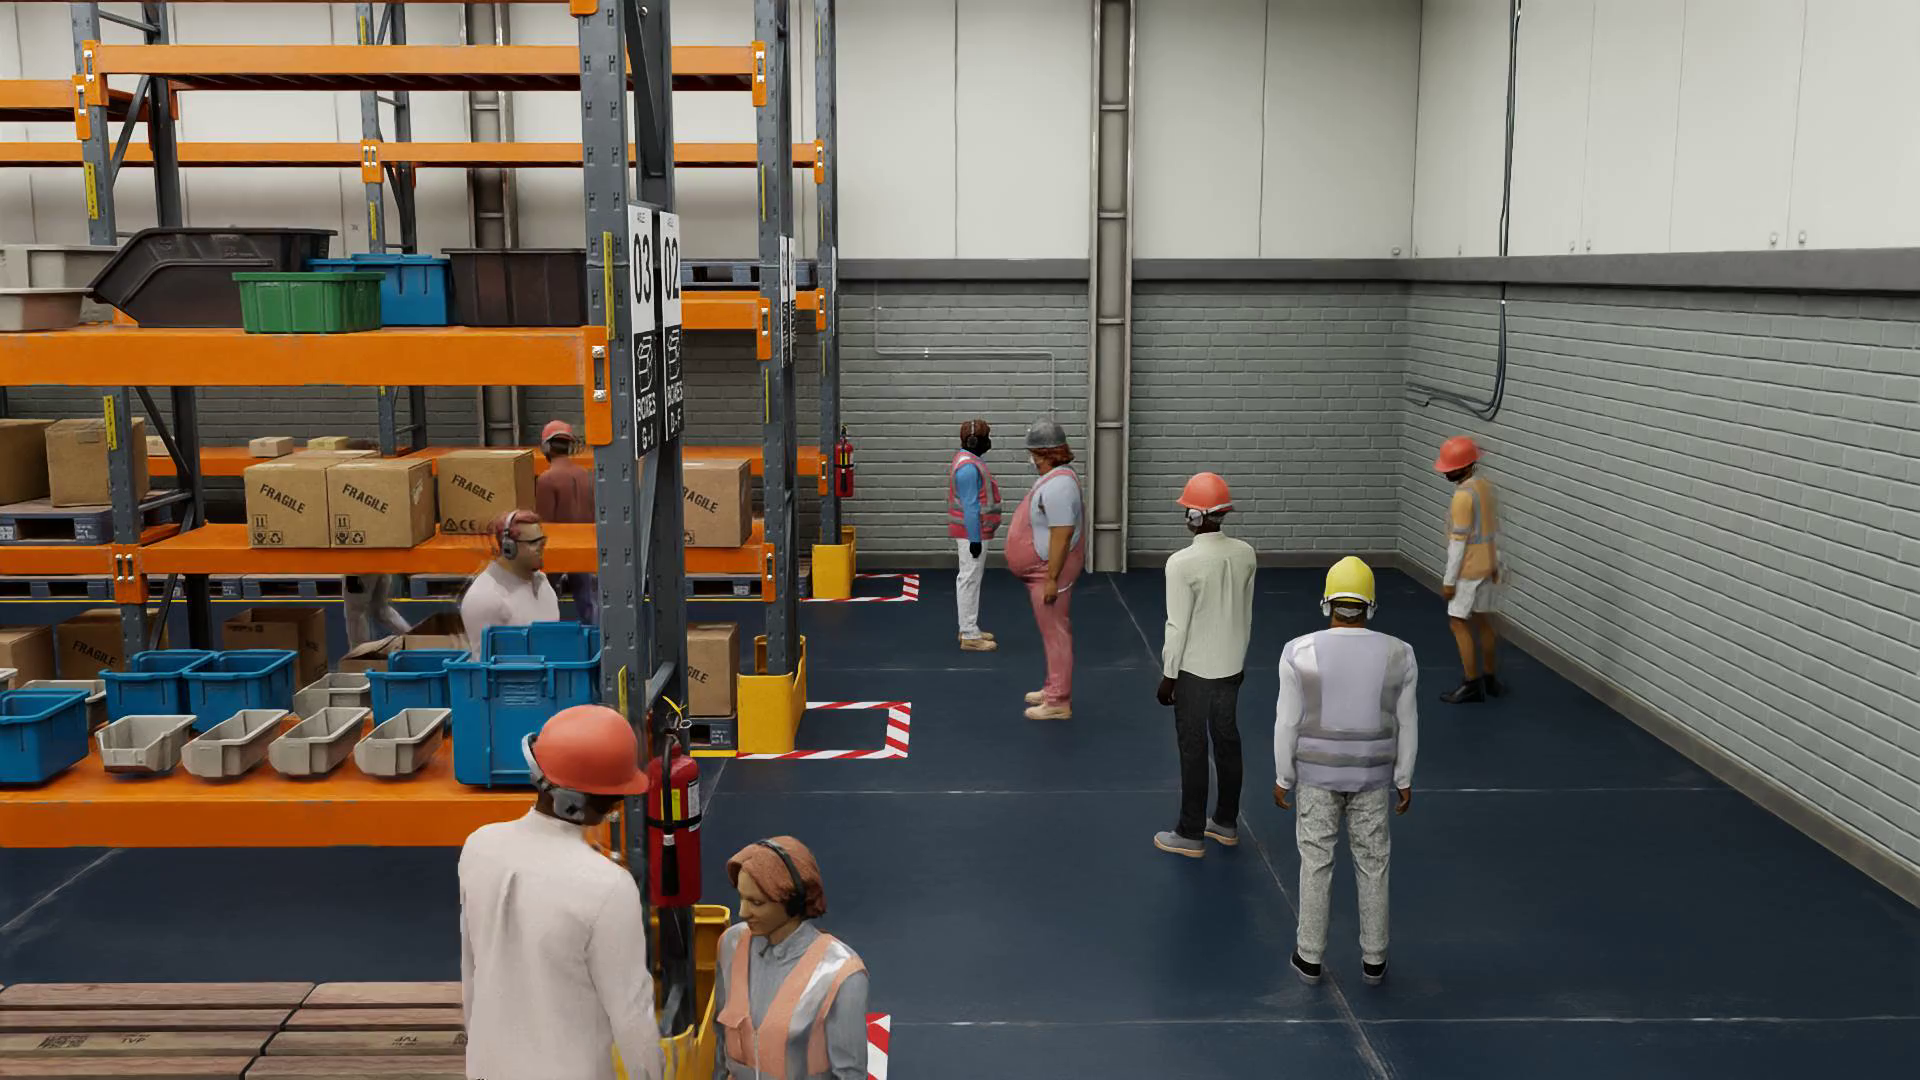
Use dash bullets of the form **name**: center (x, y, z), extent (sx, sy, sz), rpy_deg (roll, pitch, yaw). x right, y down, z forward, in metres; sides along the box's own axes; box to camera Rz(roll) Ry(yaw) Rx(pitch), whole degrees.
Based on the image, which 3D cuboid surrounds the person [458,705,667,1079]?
- **person**: center (-0.982, 1.367, 4.343), extent (0.650, 1.949, 0.590), rpy_deg (6, 11, 32)

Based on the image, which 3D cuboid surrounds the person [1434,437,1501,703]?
- **person**: center (3.602, 0.200, 11.691), extent (0.436, 1.889, 0.737), rpy_deg (7, 12, 36)

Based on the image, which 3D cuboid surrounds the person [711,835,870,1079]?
- **person**: center (-0.426, 1.538, 4.252), extent (0.524, 1.631, 0.315), rpy_deg (7, 12, 37)

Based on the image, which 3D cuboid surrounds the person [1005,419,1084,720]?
- **person**: center (0.570, 0.188, 11.274), extent (0.535, 2.000, 0.694), rpy_deg (1, 9, 4)

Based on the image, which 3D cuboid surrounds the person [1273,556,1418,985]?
- **person**: center (1.626, 0.979, 7.060), extent (0.601, 1.830, 0.403), rpy_deg (1, 9, 4)

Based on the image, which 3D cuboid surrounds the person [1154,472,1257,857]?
- **person**: center (1.268, 0.642, 8.625), extent (0.612, 1.997, 0.375), rpy_deg (-8, 12, -39)

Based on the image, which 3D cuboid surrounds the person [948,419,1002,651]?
- **person**: center (0.121, -0.046, 13.321), extent (0.429, 1.844, 0.627), rpy_deg (0, 9, -2)

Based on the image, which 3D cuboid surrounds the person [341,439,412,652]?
- **person**: center (-4.226, 0.176, 12.042), extent (0.601, 1.812, 0.669), rpy_deg (3, 10, 15)

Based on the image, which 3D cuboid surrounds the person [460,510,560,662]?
- **person**: center (-2.063, 0.801, 7.963), extent (0.652, 1.890, 0.640), rpy_deg (3, 10, 20)
